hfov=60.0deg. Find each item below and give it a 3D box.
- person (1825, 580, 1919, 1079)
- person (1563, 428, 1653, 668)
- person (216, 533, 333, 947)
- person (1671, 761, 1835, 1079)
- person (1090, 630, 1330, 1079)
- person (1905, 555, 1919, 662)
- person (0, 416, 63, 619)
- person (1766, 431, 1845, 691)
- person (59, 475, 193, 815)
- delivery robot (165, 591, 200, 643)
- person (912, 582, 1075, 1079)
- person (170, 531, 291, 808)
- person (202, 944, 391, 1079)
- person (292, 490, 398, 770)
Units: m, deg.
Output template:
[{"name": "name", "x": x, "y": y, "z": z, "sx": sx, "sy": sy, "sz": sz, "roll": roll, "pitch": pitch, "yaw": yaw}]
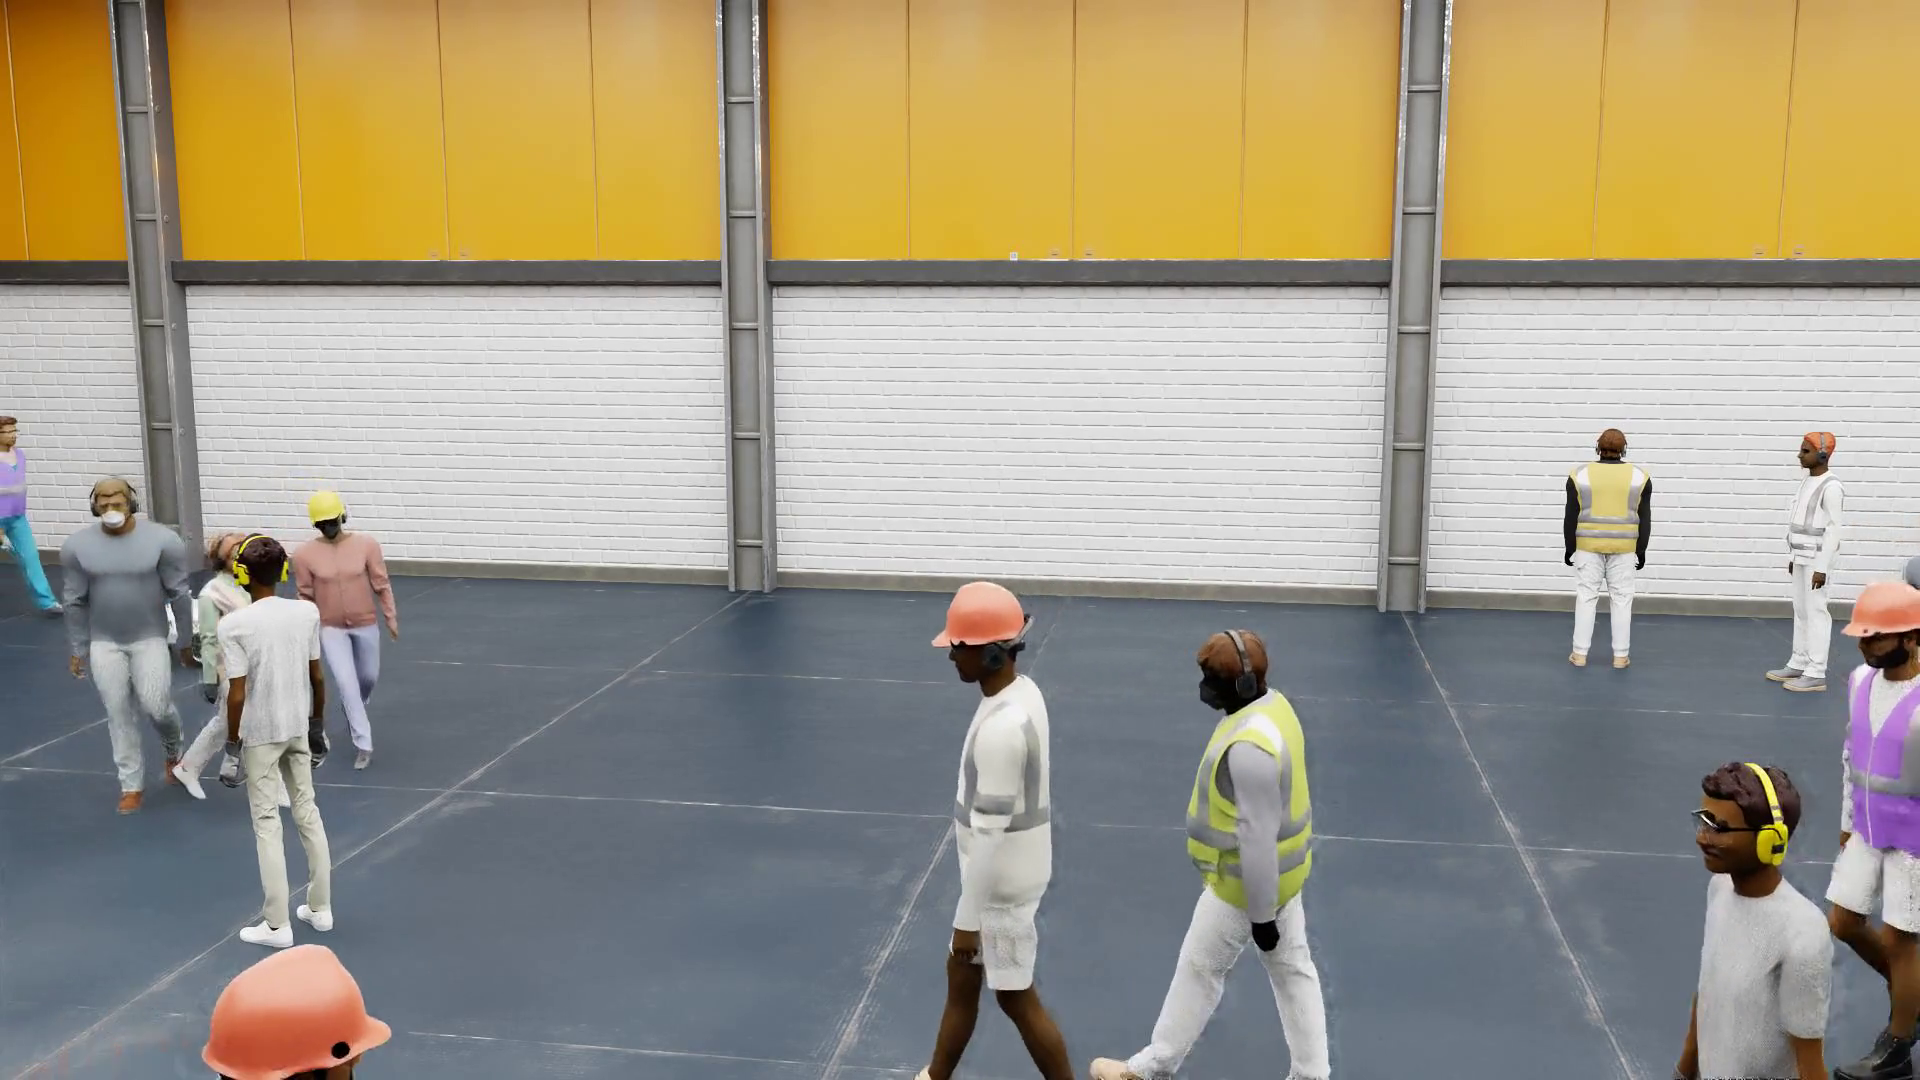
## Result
[{"name": "person", "x": 3.467, "y": 1.089, "z": 6.168, "sx": 0.513, "sy": 1.915, "sz": 0.582, "roll": -2, "pitch": 9, "yaw": -14}, {"name": "person", "x": 4.937, "y": 0.063, "z": 12.721, "sx": 0.626, "sy": 1.844, "sz": 0.429, "roll": 3, "pitch": 10, "yaw": 17}, {"name": "person", "x": -3.091, "y": 0.897, "z": 7.493, "sx": 0.310, "sy": 1.868, "sz": 0.532, "roll": 6, "pitch": 11, "yaw": 33}, {"name": "person", "x": 1.900, "y": 1.451, "z": 4.111, "sx": 0.396, "sy": 1.855, "sz": 0.560, "roll": 1, "pitch": 9, "yaw": 3}, {"name": "person", "x": 0.920, "y": 1.185, "z": 5.931, "sx": 0.944, "sy": 1.789, "sz": 0.647, "roll": 4, "pitch": 10, "yaw": 23}, {"name": "person", "x": 5.827, "y": 0.631, "z": 9.922, "sx": 0.689, "sy": 1.615, "sz": 0.515, "roll": -3, "pitch": 10, "yaw": -21}, {"name": "person", "x": -8.256, "y": -0.185, "z": 14.415, "sx": 0.993, "sy": 1.788, "sz": 0.581, "roll": 2, "pitch": 9, "yaw": 10}, {"name": "person", "x": 6.161, "y": 0.151, "z": 12.050, "sx": 0.355, "sy": 1.883, "sz": 0.575, "roll": 1, "pitch": 9, "yaw": 6}, {"name": "person", "x": -4.656, "y": 0.569, "z": 9.366, "sx": 0.648, "sy": 1.919, "sz": 0.547, "roll": -2, "pitch": 9, "yaw": -11}, {"name": "delivery robot", "x": -5.985, "y": 0.635, "z": 12.863, "sx": 0.707, "sy": 0.478, "sz": 0.477, "roll": 1, "pitch": 9, "yaw": 4}, {"name": "person", "x": 0.088, "y": 1.134, "z": 5.636, "sx": 0.869, "sy": 2.006, "sz": 0.630, "roll": 1, "pitch": 9, "yaw": 5}, {"name": "person", "x": -4.142, "y": 0.722, "z": 9.378, "sx": 0.821, "sy": 1.601, "sz": 0.525, "roll": 1, "pitch": 9, "yaw": 6}, {"name": "person", "x": -1.152, "y": 1.632, "z": 2.928, "sx": 0.568, "sy": 1.883, "sz": 1.013, "roll": 8, "pitch": 12, "yaw": 40}, {"name": "person", "x": -3.818, "y": 0.512, "z": 10.344, "sx": 0.575, "sy": 1.722, "sz": 0.776, "roll": -4, "pitch": 10, "yaw": -23}]
